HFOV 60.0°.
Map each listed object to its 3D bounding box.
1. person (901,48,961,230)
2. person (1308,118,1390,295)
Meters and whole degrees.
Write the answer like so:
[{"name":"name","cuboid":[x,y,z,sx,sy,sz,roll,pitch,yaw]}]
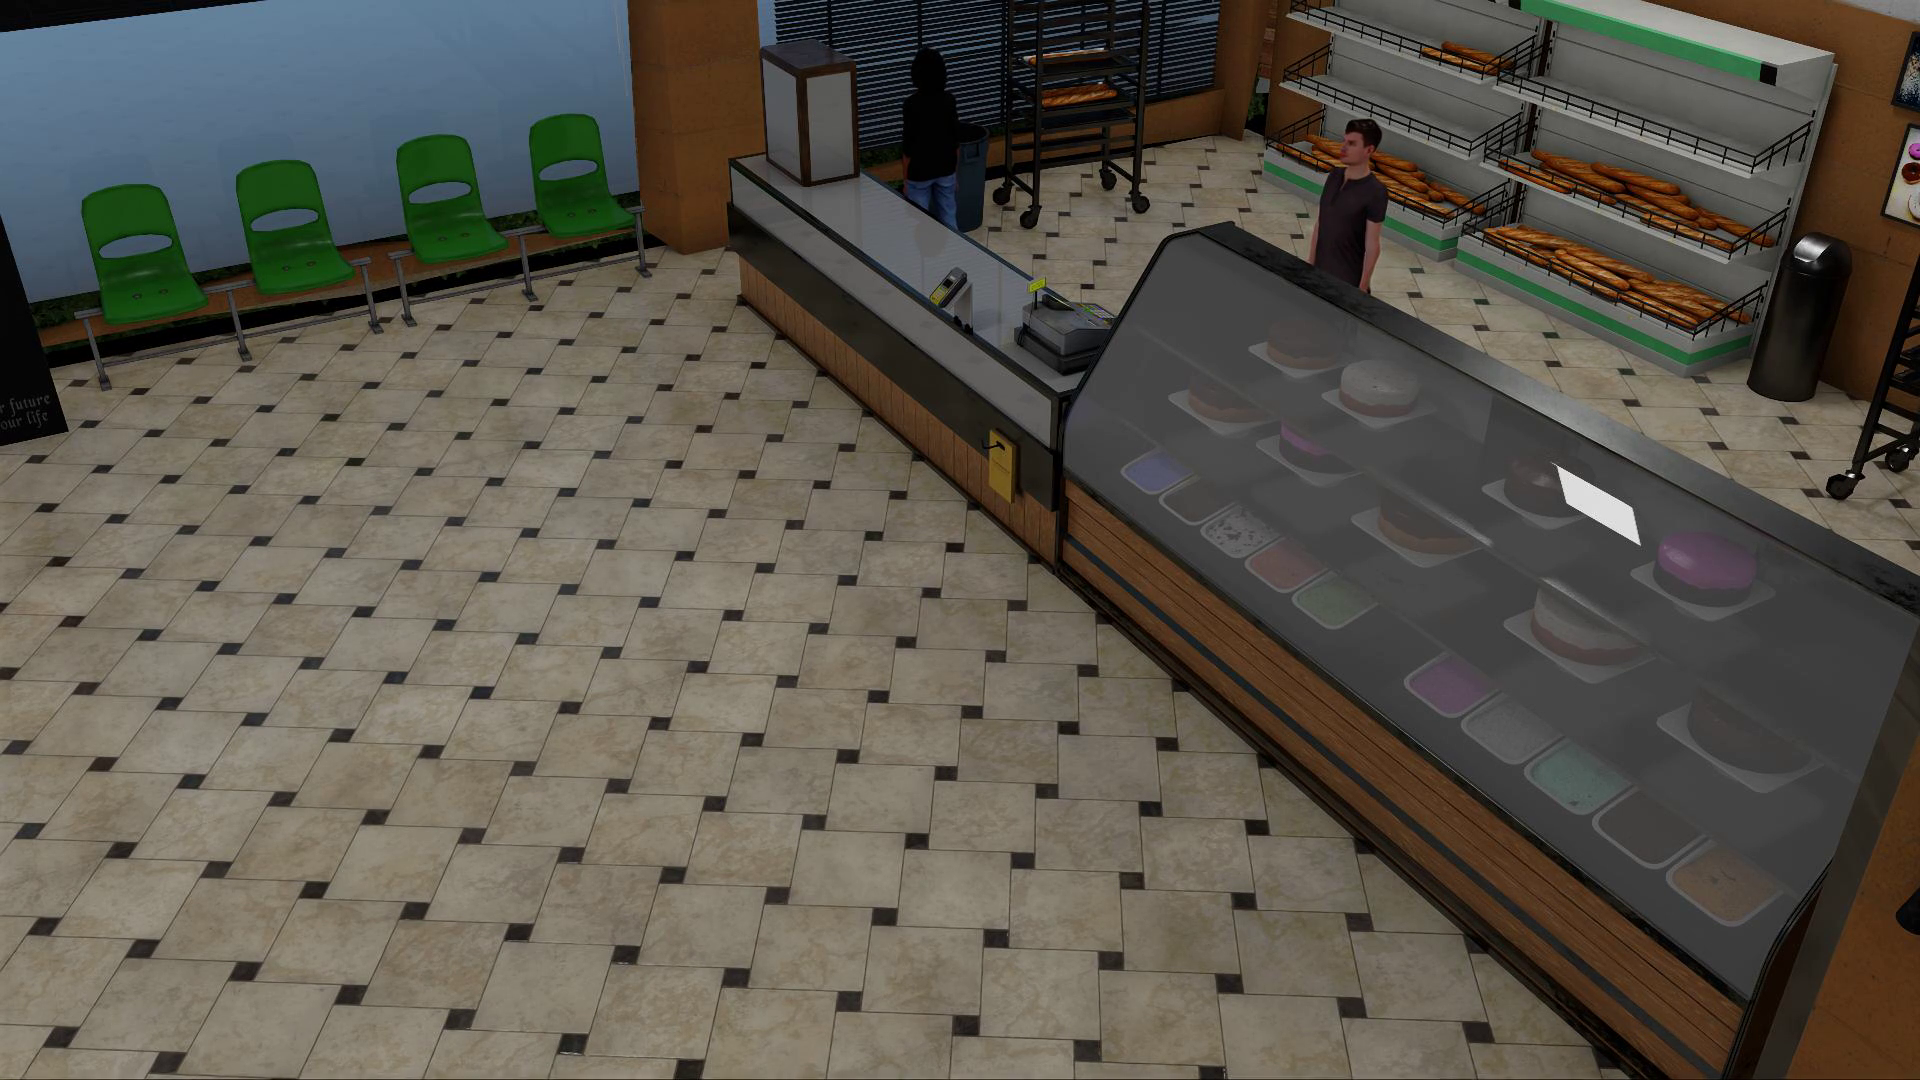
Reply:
[{"name":"person","cuboid":[-0.193,-2.394,10.983,0.530,1.701,0.669,-11,33,-16]},{"name":"person","cuboid":[2.144,-1.458,9.335,0.523,1.854,0.631,-17,36,-25]}]
